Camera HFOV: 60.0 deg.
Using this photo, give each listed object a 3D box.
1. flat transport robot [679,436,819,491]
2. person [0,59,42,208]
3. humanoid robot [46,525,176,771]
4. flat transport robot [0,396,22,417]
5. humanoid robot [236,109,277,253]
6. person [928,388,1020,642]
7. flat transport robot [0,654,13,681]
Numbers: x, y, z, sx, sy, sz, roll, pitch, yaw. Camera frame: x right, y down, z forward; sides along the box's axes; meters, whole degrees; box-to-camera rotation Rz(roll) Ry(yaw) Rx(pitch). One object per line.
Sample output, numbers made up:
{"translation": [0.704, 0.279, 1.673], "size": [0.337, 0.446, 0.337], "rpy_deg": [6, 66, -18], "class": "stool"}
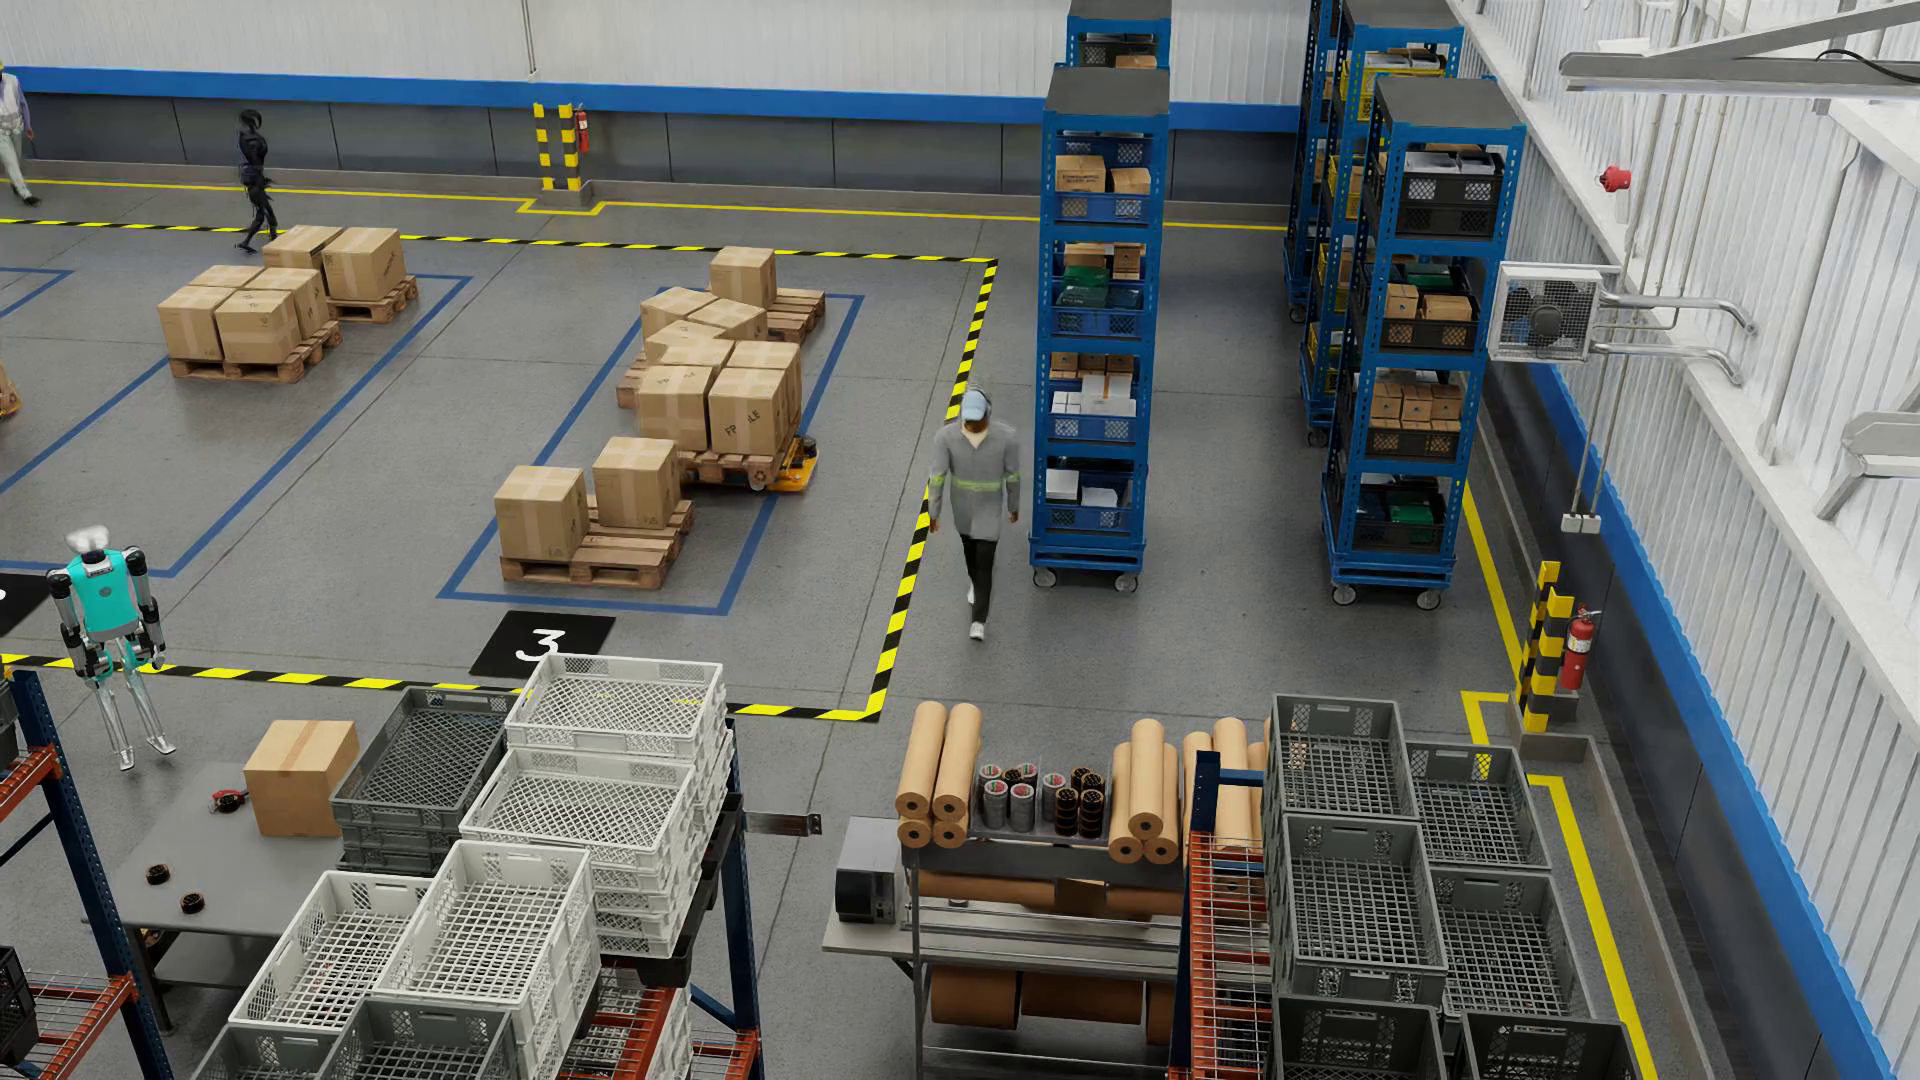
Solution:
{"translation": [-1.933, -0.672, 13.800], "size": [1.431, 0.197, 0.652], "rpy_deg": [3, 30, 6], "class": "flat transport robot"}
{"translation": [-11.218, -4.839, 19.485], "size": [0.898, 1.783, 0.592], "rpy_deg": [20, 35, 30], "class": "person"}
{"translation": [-5.152, 0.579, 10.082], "size": [0.533, 1.681, 0.735], "rpy_deg": [-22, 37, -32], "class": "humanoid robot"}
{"translation": [-8.819, -0.964, 14.301], "size": [0.652, 0.197, 1.431], "rpy_deg": [3, 30, 6], "class": "flat transport robot"}
{"translation": [-7.647, -3.843, 17.908], "size": [0.553, 1.633, 0.627], "rpy_deg": [-8, 31, -14], "class": "humanoid robot"}
{"translation": [0.085, -0.210, 11.504], "size": [0.618, 1.797, 0.971], "rpy_deg": [5, 31, 8], "class": "person"}
{"translation": [-7.142, 0.969, 11.010], "size": [1.431, 0.231, 0.659], "rpy_deg": [3, 30, 6], "class": "flat transport robot"}
